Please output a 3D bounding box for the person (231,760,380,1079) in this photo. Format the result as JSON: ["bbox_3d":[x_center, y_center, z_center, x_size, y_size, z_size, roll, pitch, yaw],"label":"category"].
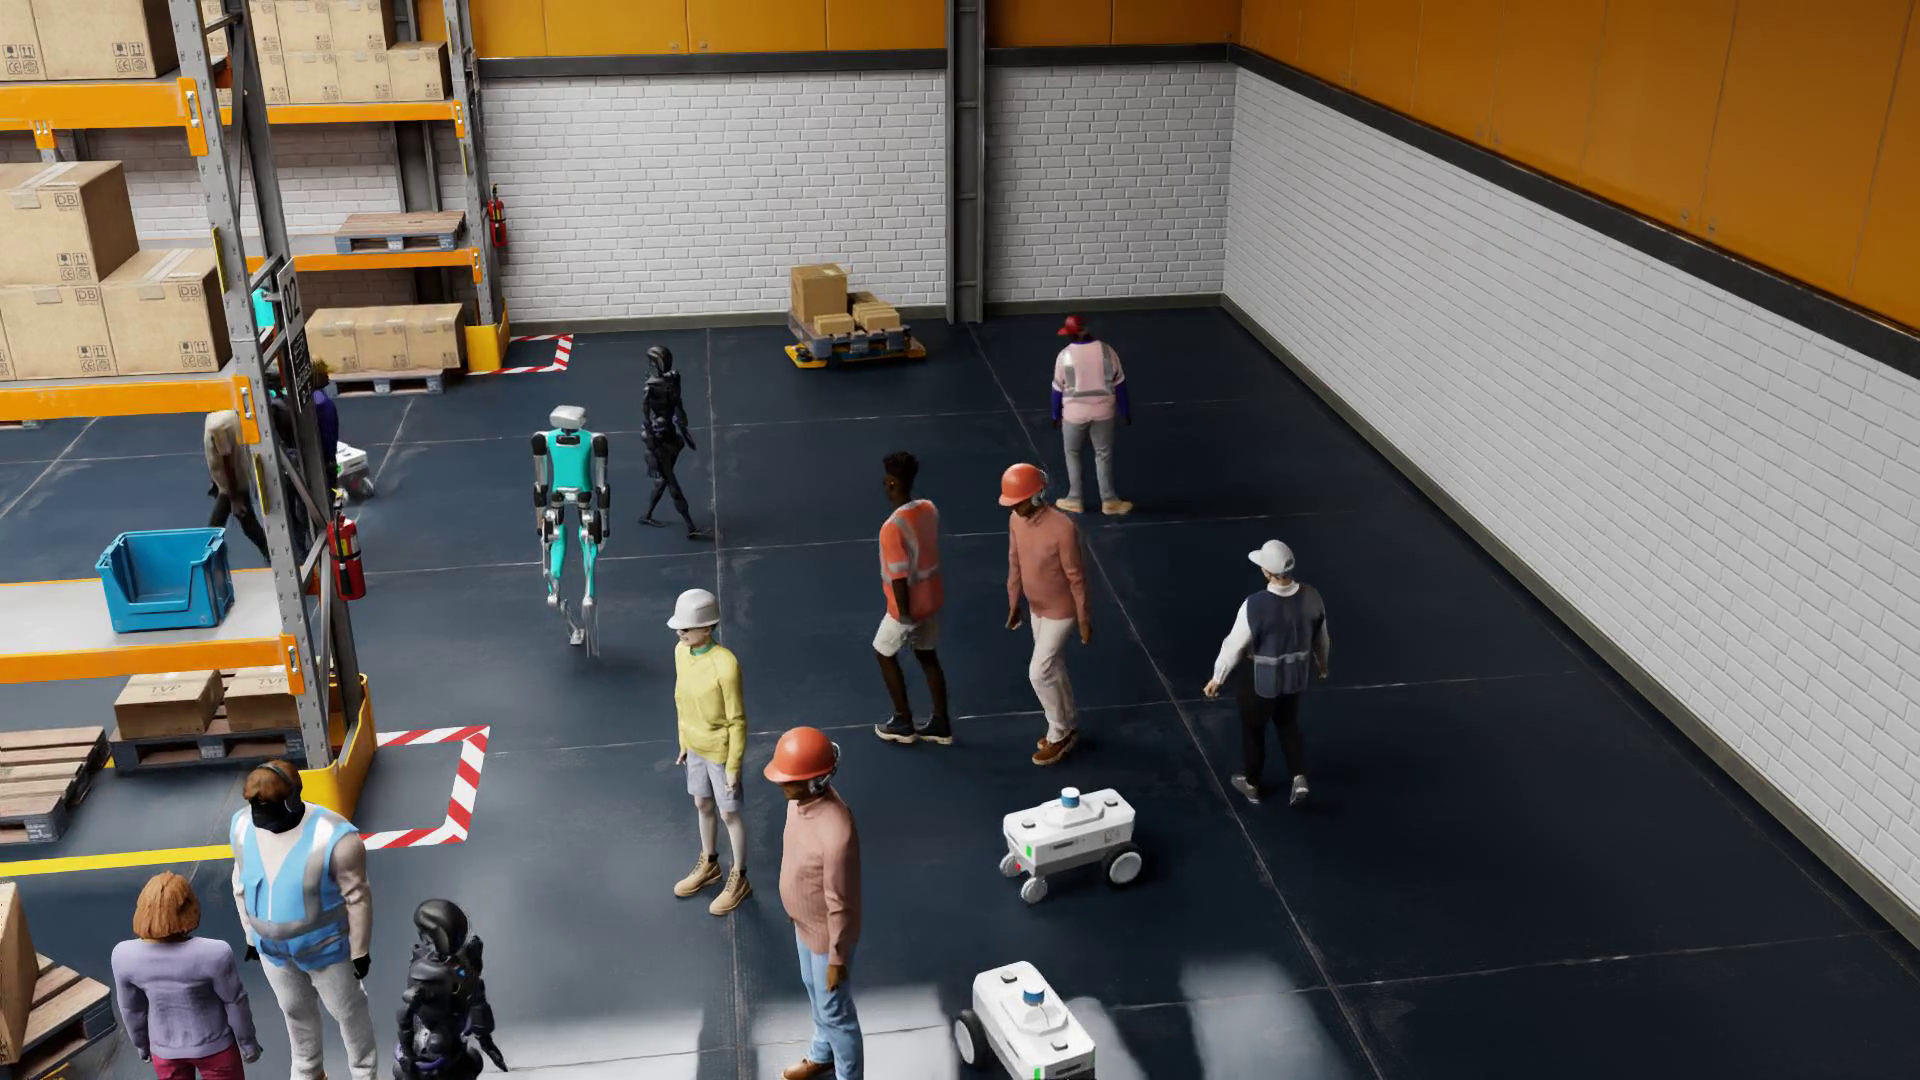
[{"bbox_3d":[-2.903,1.785,7.374,0.632,1.841,0.429,5,24,11],"label":"person"}]

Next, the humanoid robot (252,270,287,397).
[{"bbox_3d":[-6.084,-1.488,14.980,0.601,1.766,0.924,-14,28,-30],"label":"humanoid robot"}]

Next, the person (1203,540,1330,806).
[{"bbox_3d":[1.837,0.803,9.732,0.772,1.739,0.562,-9,25,-19],"label":"person"}]

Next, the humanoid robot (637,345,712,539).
[{"bbox_3d":[-2.370,-0.811,13.551,0.776,1.627,0.608,9,25,20],"label":"humanoid robot"}]

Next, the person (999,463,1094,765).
[{"bbox_3d":[0.518,0.444,10.309,0.600,1.940,0.662,-13,27,-27],"label":"person"}]

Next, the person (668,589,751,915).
[{"bbox_3d":[-1.320,1.110,8.854,0.472,1.891,0.398,19,30,37],"label":"person"}]

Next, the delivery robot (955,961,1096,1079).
[{"bbox_3d":[0.328,2.308,7.776,0.499,0.590,0.761,-10,26,-22],"label":"delivery robot"}]

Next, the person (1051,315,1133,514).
[{"bbox_3d":[1.136,-1.050,14.007,0.741,1.717,0.416,0,24,-1],"label":"person"}]

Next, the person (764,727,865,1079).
[{"bbox_3d":[-0.633,1.704,7.385,0.402,1.985,0.616,-9,25,-20],"label":"person"}]

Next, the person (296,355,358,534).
[{"bbox_3d":[-5.198,-0.683,13.297,0.498,1.592,0.650,21,31,40],"label":"person"}]

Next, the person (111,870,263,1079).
[{"bbox_3d":[-3.177,2.096,6.920,0.506,1.631,0.275,-1,24,-2],"label":"person"}]

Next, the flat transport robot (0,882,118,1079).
[{"bbox_3d":[-4.756,2.502,7.696,1.431,0.231,0.659,13,27,27],"label":"flat transport robot"}]

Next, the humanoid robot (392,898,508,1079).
[{"bbox_3d":[-2.143,2.157,6.740,0.456,1.647,0.604,7,25,15],"label":"humanoid robot"}]

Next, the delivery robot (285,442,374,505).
[{"bbox_3d":[-5.506,-0.657,14.515,0.769,0.577,0.499,15,28,30],"label":"delivery robot"}]

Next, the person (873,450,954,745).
[{"bbox_3d":[-0.277,0.388,10.451,0.603,1.922,0.616,15,28,30],"label":"person"}]

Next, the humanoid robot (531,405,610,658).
[{"bbox_3d":[-2.710,0.060,11.581,0.551,1.900,0.746,-1,24,-2],"label":"humanoid robot"}]

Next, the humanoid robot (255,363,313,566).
[{"bbox_3d":[-5.216,-0.564,12.929,0.319,1.639,0.604,12,27,26],"label":"humanoid robot"}]

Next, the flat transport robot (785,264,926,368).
[{"bbox_3d":[-1.150,-2.117,18.220,1.431,0.231,0.659,-8,25,-17],"label":"flat transport robot"}]

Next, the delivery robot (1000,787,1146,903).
[{"bbox_3d":[0.607,1.650,9.258,0.751,0.576,0.499,-10,26,-22],"label":"delivery robot"}]

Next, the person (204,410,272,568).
[{"bbox_3d":[-5.506,-0.375,12.326,0.933,1.818,0.532,-5,24,-12],"label":"person"}]
